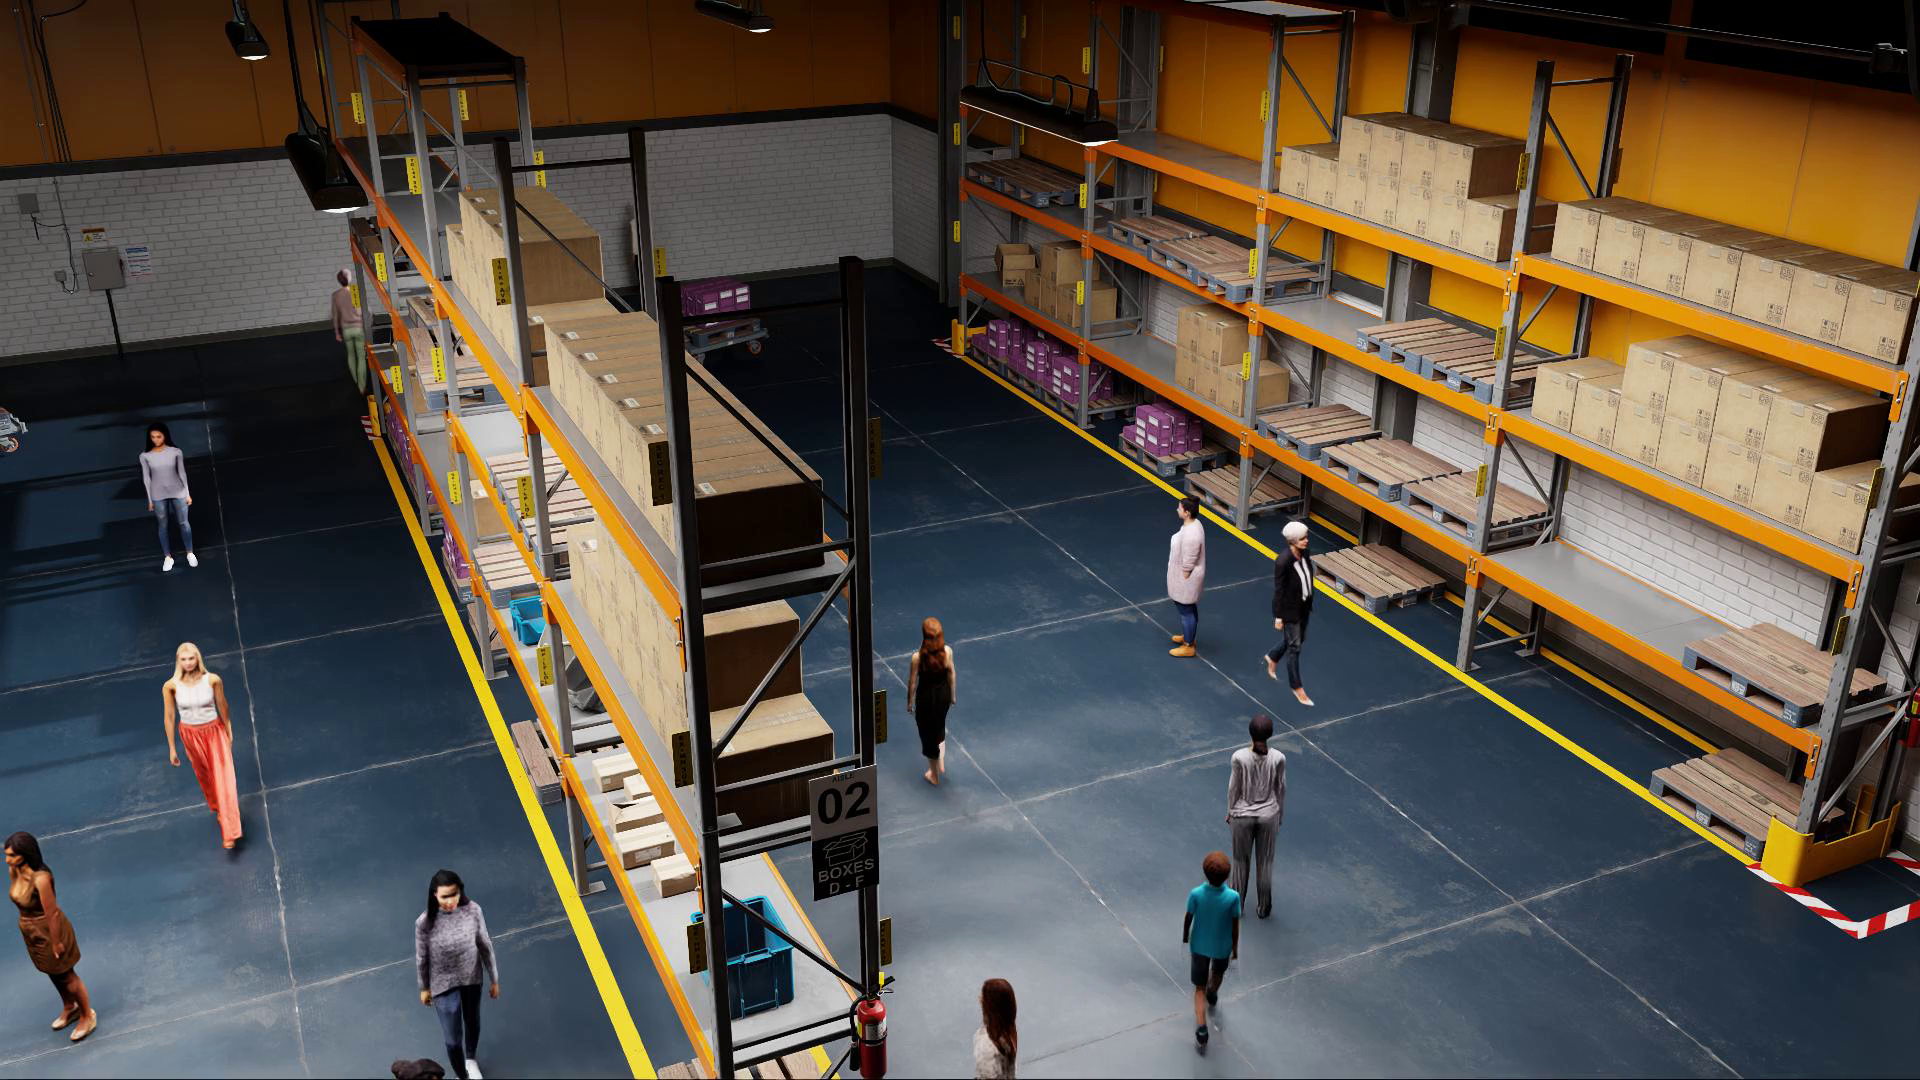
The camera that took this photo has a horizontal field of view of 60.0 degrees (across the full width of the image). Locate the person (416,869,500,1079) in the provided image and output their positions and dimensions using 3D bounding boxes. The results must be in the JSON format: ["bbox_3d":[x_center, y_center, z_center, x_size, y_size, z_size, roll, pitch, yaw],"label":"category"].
[{"bbox_3d":[-3.380,2.895,11.132,0.674,1.719,0.726,-13,27,-27],"label":"person"}]

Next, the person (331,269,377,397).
[{"bbox_3d":[-8.933,-3.023,24.519,0.928,1.840,1.137,-2,24,-4],"label":"person"}]

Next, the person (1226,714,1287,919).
[{"bbox_3d":[2.277,2.130,12.814,0.676,1.773,0.692,2,24,5],"label":"person"}]

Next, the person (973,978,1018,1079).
[{"bbox_3d":[0.251,3.357,10.046,0.752,1.743,0.667,2,24,6],"label":"person"}]

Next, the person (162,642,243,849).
[{"bbox_3d":[-6.343,1.639,13.949,0.723,1.764,1.185,-7,25,-16],"label":"person"}]

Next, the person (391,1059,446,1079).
[{"bbox_3d":[-3.065,3.642,9.542,0.863,1.625,0.819,5,24,11],"label":"person"}]

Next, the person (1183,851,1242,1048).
[{"bbox_3d":[1.749,2.857,11.598,0.821,1.415,1.015,2,24,5],"label":"person"}]

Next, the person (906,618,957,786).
[{"bbox_3d":[-0.201,1.451,14.561,0.585,1.618,0.603,-11,26,-24],"label":"person"}]

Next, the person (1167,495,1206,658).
[{"bbox_3d":[2.322,0.347,16.932,0.857,1.743,0.774,5,24,12],"label":"person"}]

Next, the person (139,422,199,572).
[{"bbox_3d":[-9.000,-0.518,18.913,0.601,1.741,0.512,-10,25,-21],"label":"person"}]

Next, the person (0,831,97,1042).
[{"bbox_3d":[-6.333,2.736,11.540,0.614,1.684,0.706,14,27,29],"label":"person"}]

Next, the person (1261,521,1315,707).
[{"bbox_3d":[3.045,0.600,15.241,0.903,1.773,1.008,-20,31,-38],"label":"person"}]
